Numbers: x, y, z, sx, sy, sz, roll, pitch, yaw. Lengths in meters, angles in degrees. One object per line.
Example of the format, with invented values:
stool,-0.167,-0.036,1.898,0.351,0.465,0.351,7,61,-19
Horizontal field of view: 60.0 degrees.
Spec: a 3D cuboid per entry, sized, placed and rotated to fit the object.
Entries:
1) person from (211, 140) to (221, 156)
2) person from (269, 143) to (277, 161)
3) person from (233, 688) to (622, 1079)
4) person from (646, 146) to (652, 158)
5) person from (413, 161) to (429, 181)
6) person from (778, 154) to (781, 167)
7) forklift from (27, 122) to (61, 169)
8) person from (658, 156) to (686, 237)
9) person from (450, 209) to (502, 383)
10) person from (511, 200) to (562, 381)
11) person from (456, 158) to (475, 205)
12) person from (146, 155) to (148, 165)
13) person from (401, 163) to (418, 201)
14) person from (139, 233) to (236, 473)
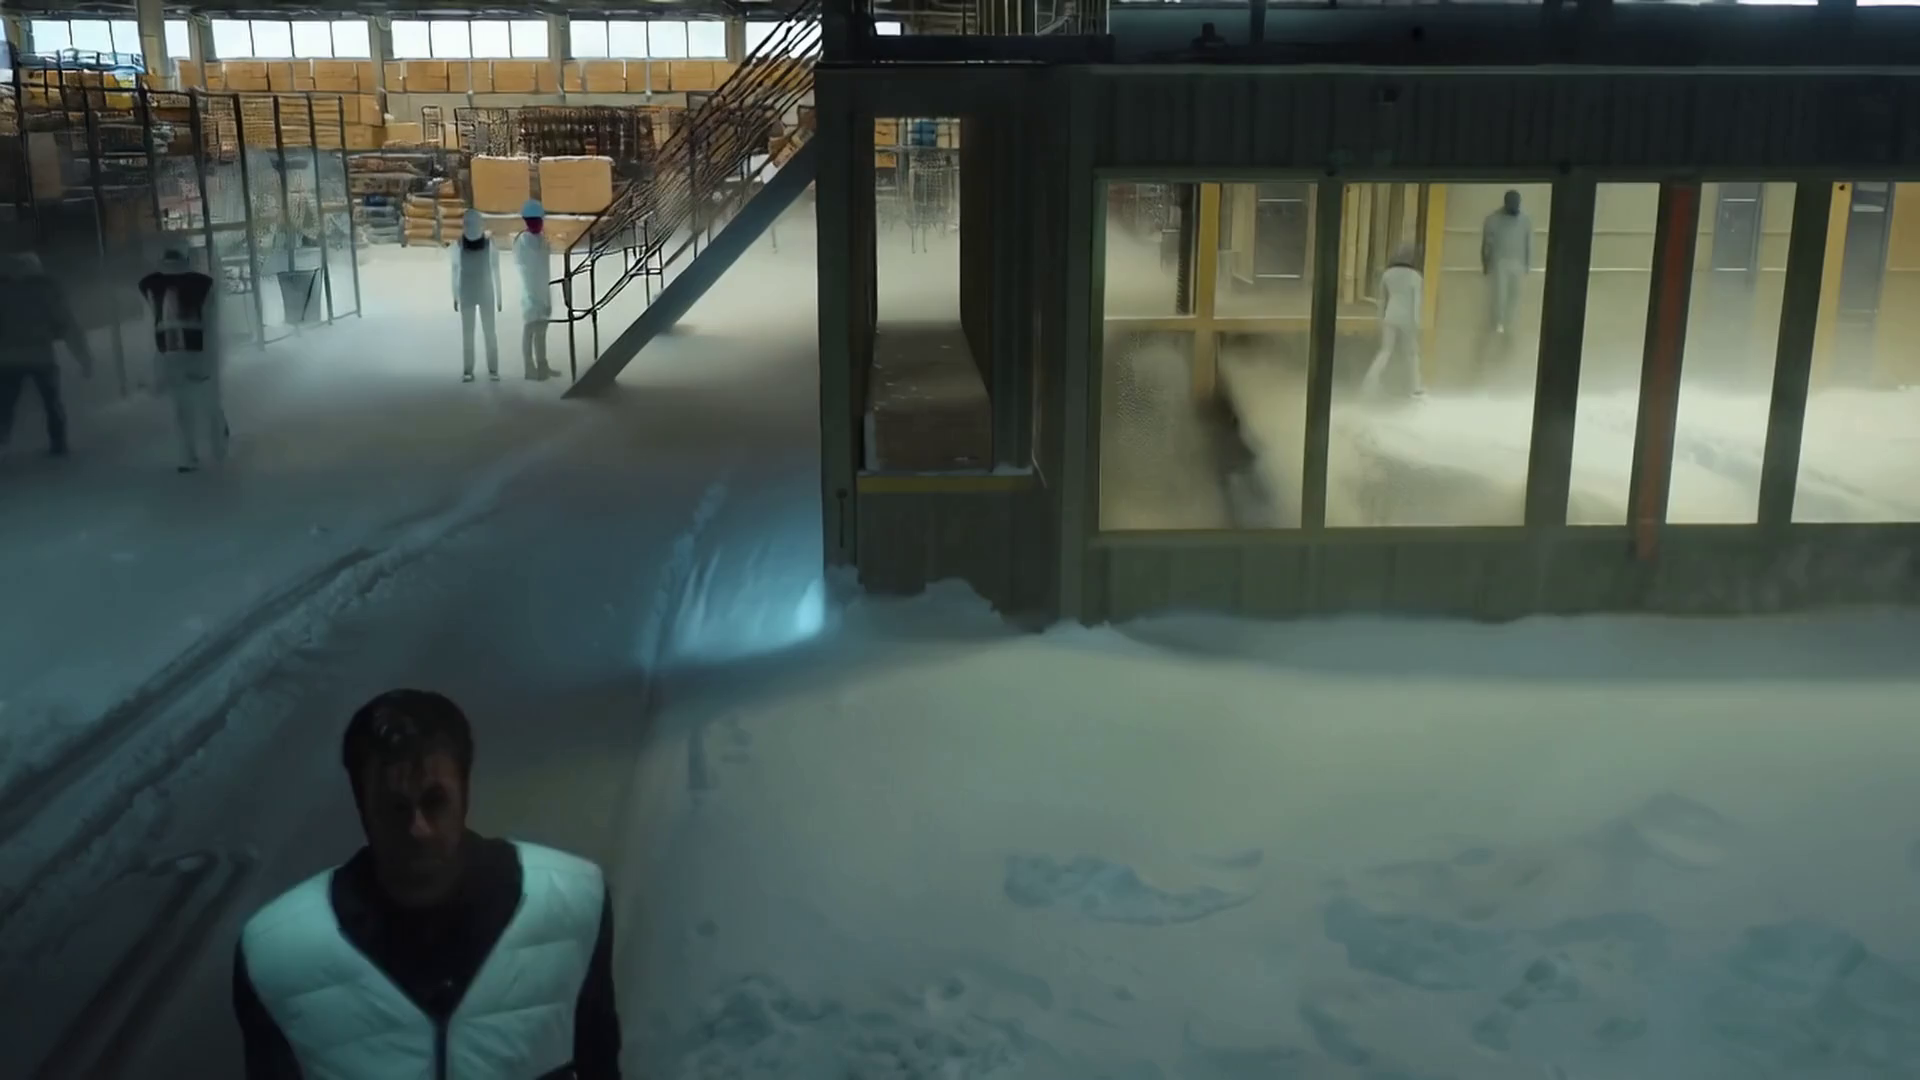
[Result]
person,-38.444,-19.682,85.907,0.633,1.947,1.016,-8,16,-30
person,-37.198,-20.651,90.190,0.464,1.731,0.612,3,14,13
person,-0.841,1.139,2.764,0.585,1.911,0.390,-6,15,-22
person,-13.949,-16.804,74.754,0.307,1.770,0.525,-3,14,-11
person,-16.571,-10.829,51.157,0.537,1.619,0.388,-3,14,-12
person,-9.061,-19.414,85.040,0.508,1.836,0.558,5,15,21
forklift,-35.376,-14.773,64.377,1.129,2.768,1.873,-1,14,-2
person,-7.127,-8.407,40.773,0.592,1.980,0.628,3,14,12
person,-5.195,-2.617,17.889,0.505,1.847,0.344,-3,14,-13
person,-4.599,-2.714,18.093,0.362,1.938,0.545,5,15,20
person,-13.303,-9.334,44.713,0.619,1.873,0.981,7,16,27
person,-34.950,-16.147,72.112,0.591,1.788,0.947,-3,14,-12
person,-13.410,-8.255,40.485,0.547,1.808,0.596,-5,15,-18
person,-6.251,-1.533,13.502,0.596,1.882,0.931,-3,14,-10
